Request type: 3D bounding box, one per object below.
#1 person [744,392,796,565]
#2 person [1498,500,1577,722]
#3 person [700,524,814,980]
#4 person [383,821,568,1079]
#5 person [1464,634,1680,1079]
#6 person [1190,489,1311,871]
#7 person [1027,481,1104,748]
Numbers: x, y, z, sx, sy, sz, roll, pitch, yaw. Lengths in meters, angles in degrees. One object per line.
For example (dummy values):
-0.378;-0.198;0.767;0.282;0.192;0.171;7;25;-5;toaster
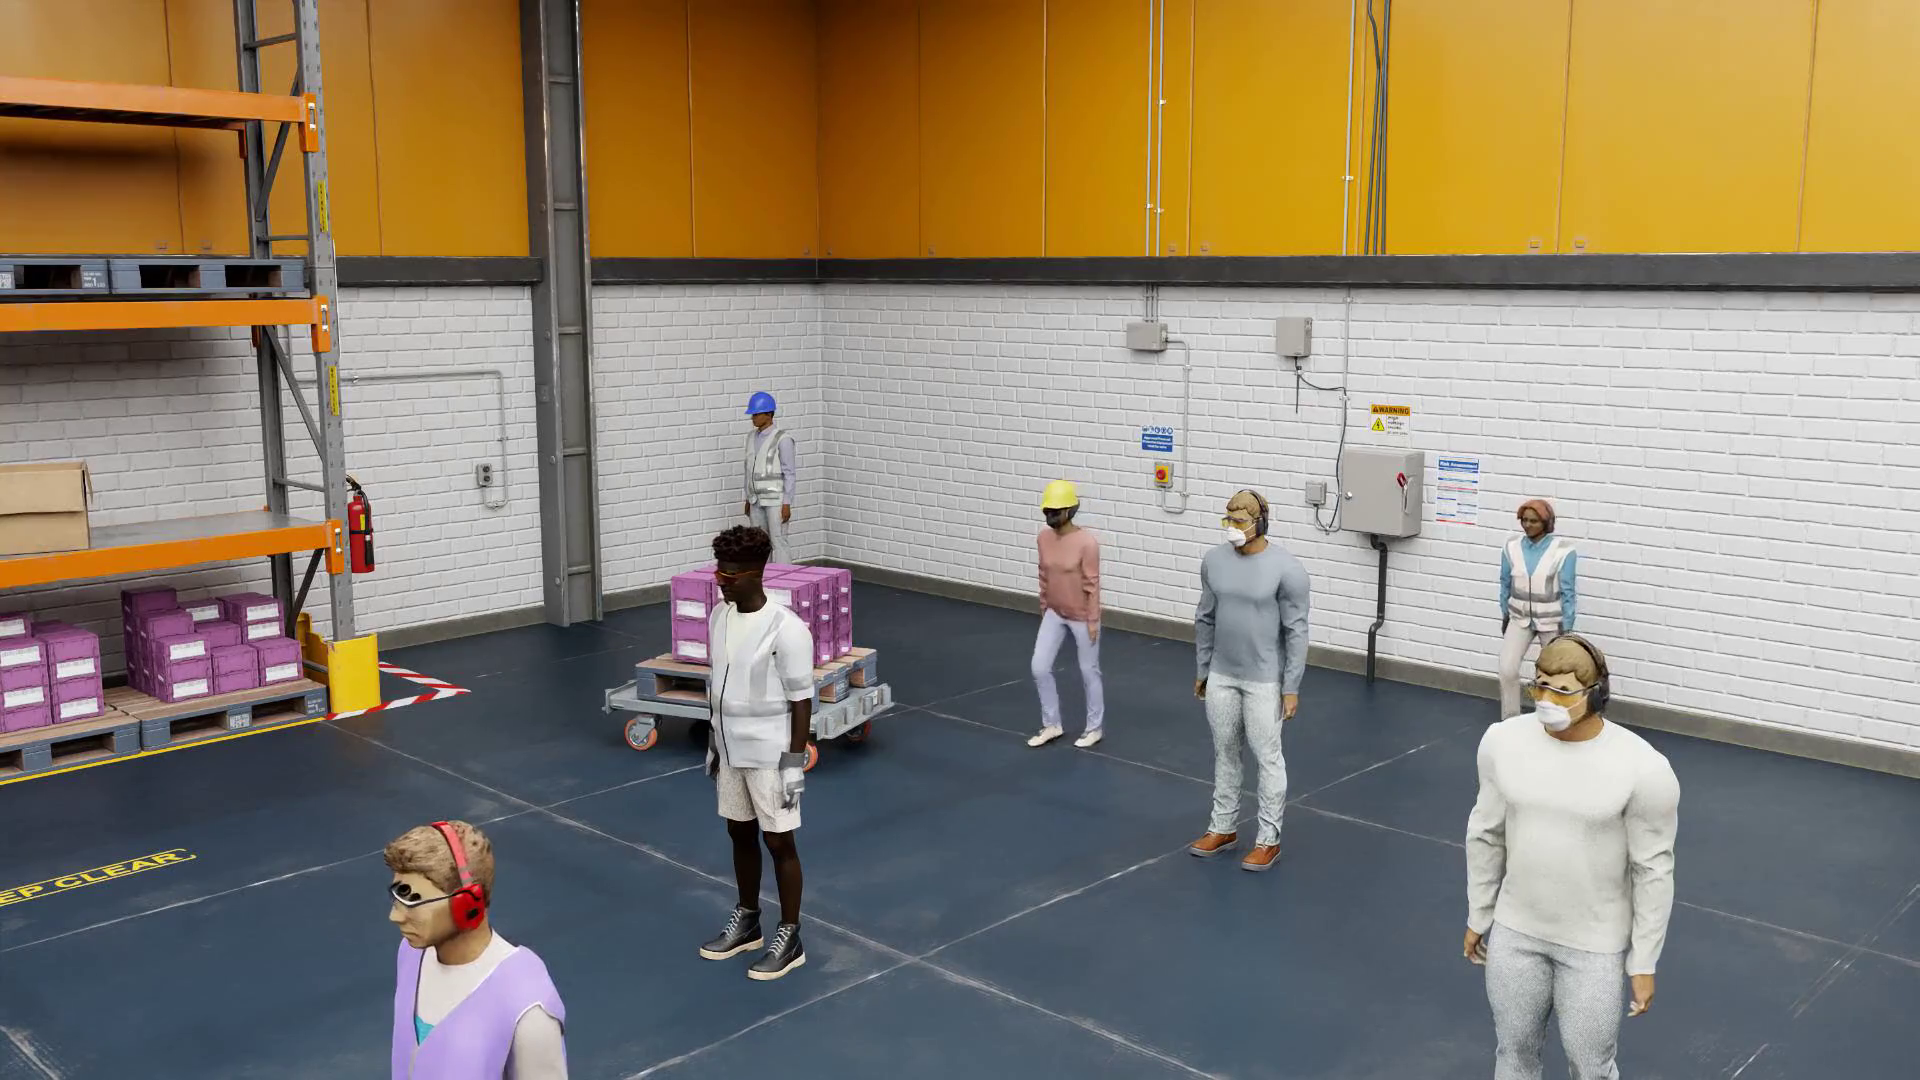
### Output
-1.732;-0.360;14.922;0.616;1.942;0.408;9;13;43;person
3.643;0.532;10.491;0.517;1.599;0.553;8;12;41;person
-0.887;0.898;7.147;0.614;1.962;0.366;9;13;43;person
-1.072;1.511;3.772;0.572;1.839;0.374;9;13;43;person
1.865;1.234;5.171;0.635;1.936;0.354;9;13;43;person
1.458;0.701;8.440;0.635;1.937;0.353;9;13;43;person
0.698;0.478;10.439;0.528;1.725;0.584;8;12;41;person
